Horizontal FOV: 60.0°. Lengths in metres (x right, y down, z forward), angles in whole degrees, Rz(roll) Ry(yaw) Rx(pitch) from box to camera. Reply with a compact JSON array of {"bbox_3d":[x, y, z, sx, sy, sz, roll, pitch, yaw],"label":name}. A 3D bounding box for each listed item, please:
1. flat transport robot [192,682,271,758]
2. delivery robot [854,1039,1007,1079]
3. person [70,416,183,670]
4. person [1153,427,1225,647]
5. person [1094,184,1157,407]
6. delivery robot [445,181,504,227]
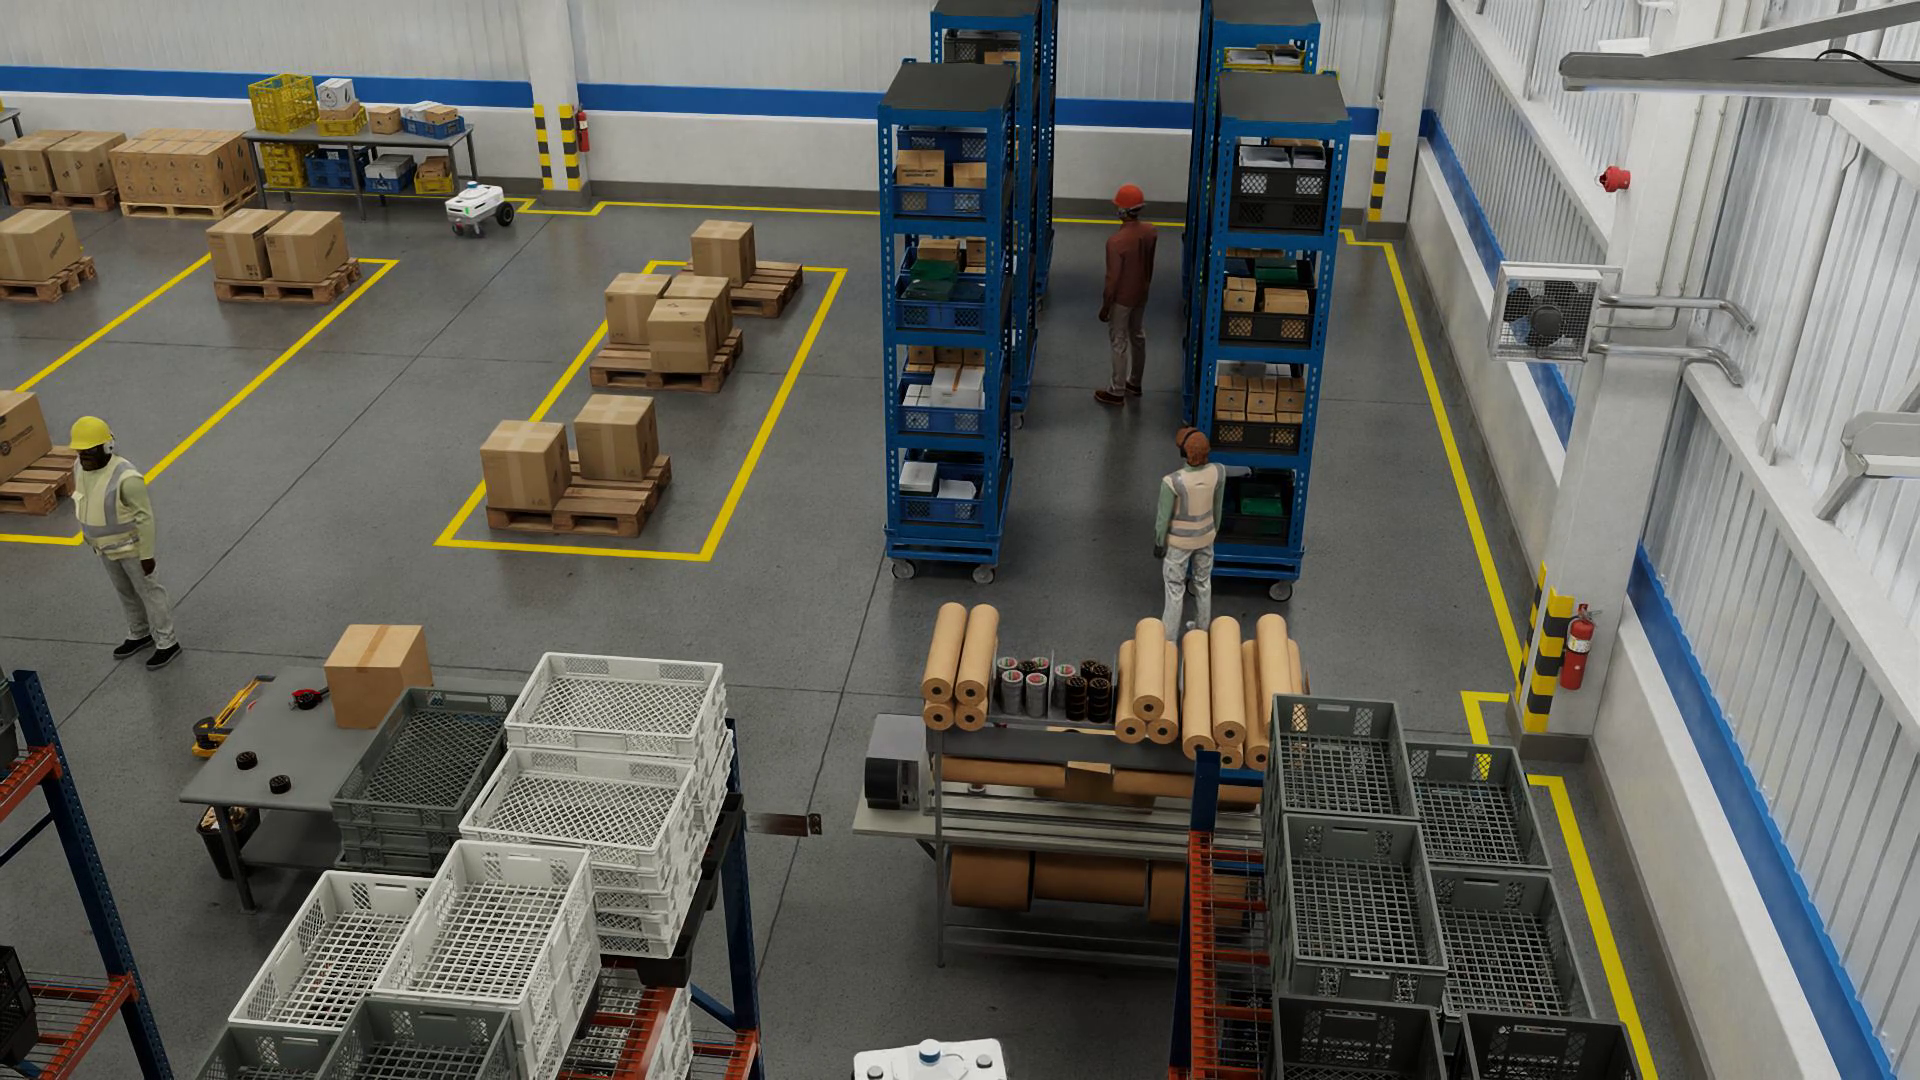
[{"bbox_3d":[-4.089,1.163,10.648,1.431,0.197,0.652,3,30,6],"label":"flat transport robot"},{"bbox_3d":[-0.138,2.566,7.863,0.707,0.478,0.477,-4,30,-6],"label":"delivery robot"},{"bbox_3d":[-5.602,0.011,11.082,0.597,1.836,0.404,15,33,24],"label":"person"},{"bbox_3d":[1.551,-0.002,11.307,0.517,1.632,0.311,-14,33,-23],"label":"person"},{"bbox_3d":[1.458,-2.155,14.648,0.382,1.995,0.612,26,39,37],"label":"person"},{"bbox_3d":[-5.491,-3.813,18.826,0.477,0.478,0.707,12,32,20],"label":"delivery robot"}]
